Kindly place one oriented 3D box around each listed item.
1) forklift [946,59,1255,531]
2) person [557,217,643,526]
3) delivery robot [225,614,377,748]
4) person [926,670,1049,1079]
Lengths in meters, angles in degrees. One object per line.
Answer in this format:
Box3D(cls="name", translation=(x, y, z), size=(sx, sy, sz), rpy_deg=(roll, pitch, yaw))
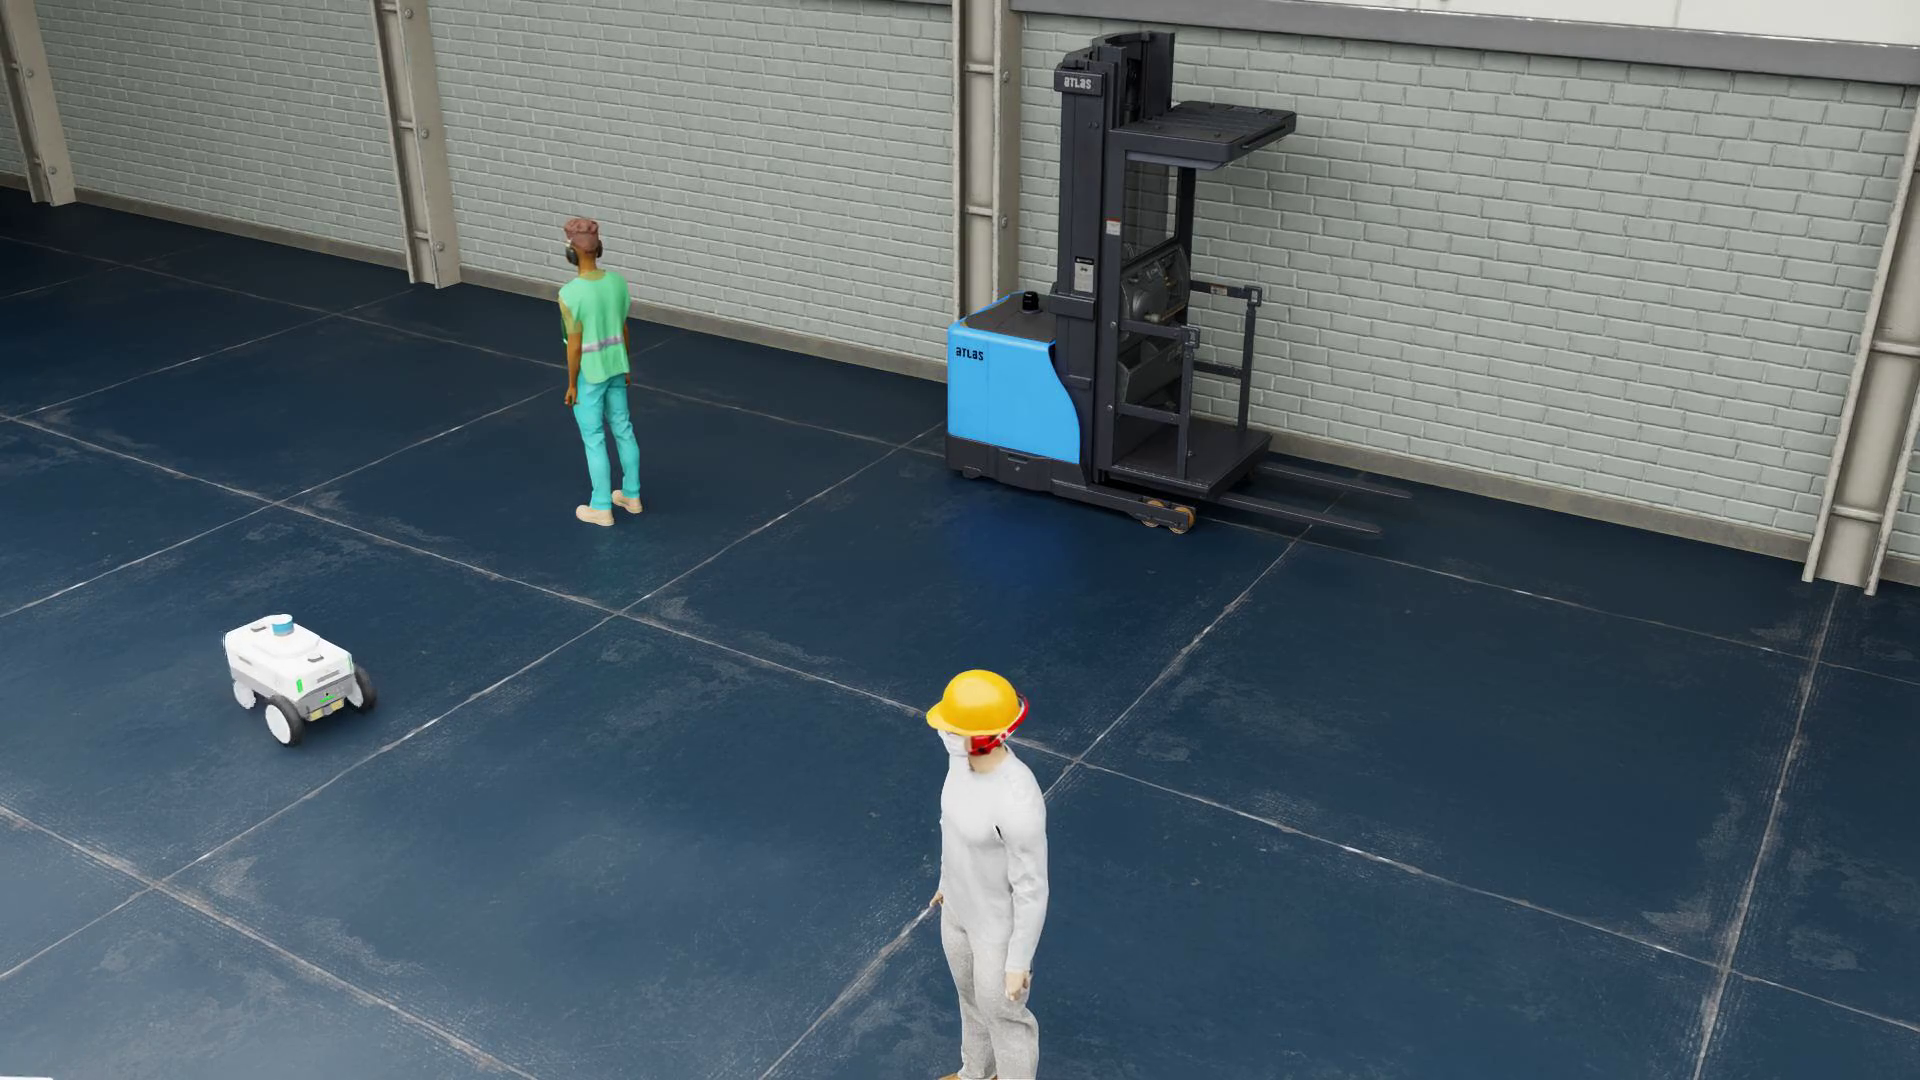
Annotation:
Box3D(cls="forklift", translation=(0.933, -1.707, 10.833), size=(1.873, 2.768, 1.129), rpy_deg=(15, 29, 28))
Box3D(cls="person", translation=(-2.269, -1.047, 10.475), size=(0.391, 1.978, 0.489), rpy_deg=(20, 32, 35))
Box3D(cls="delivery robot", translation=(-3.409, 0.676, 8.506), size=(0.807, 0.606, 0.499), rpy_deg=(18, 31, 34))
Box3D(cls="person", translation=(0.081, 1.274, 5.665), size=(0.364, 1.893, 0.582), rpy_deg=(-12, 28, -24))
